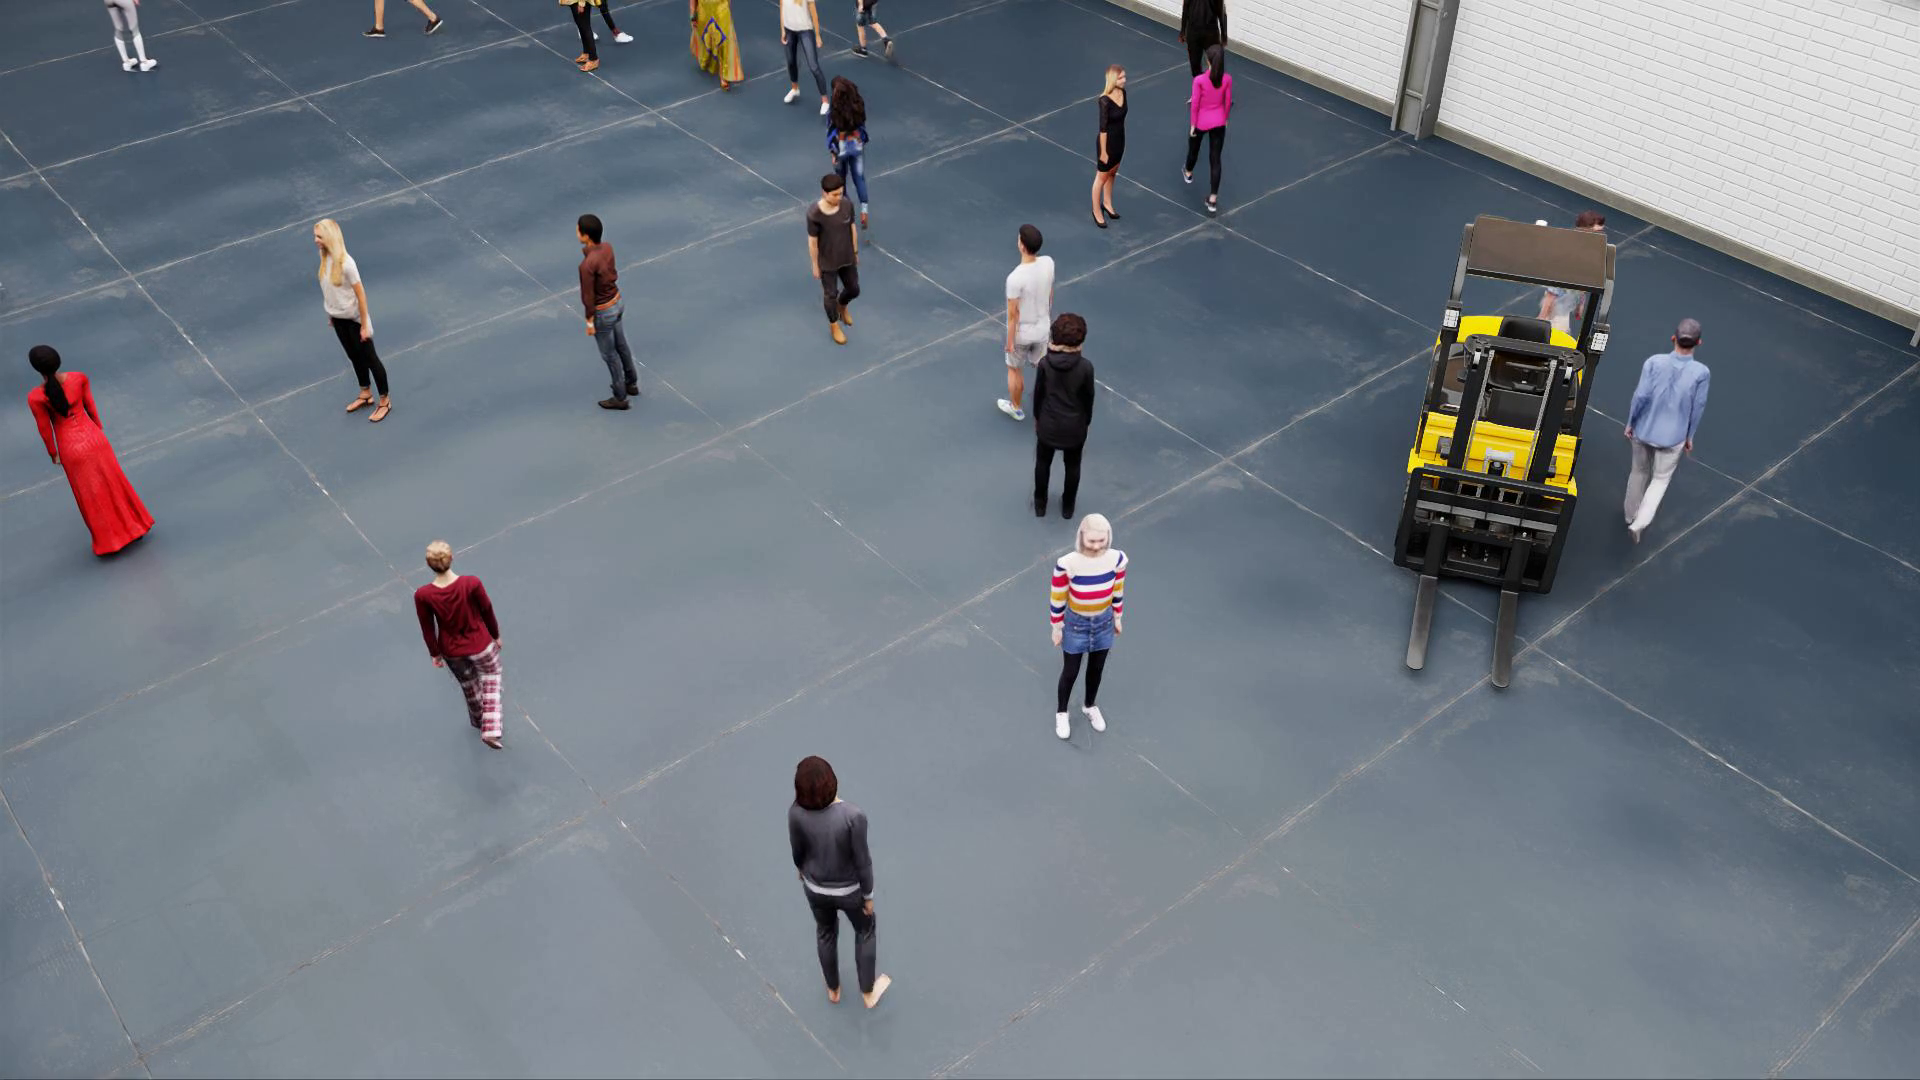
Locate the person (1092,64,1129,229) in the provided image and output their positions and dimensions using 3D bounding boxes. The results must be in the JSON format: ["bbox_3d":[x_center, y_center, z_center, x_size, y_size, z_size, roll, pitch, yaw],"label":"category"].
[{"bbox_3d":[1.505,-3.965,16.669,0.533,1.676,0.586,25,45,28],"label":"person"}]

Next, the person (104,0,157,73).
[{"bbox_3d":[-9.993,-6.423,19.729,0.622,1.699,0.686,4,39,5],"label":"person"}]

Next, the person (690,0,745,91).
[{"bbox_3d":[-2.919,-6.157,19.457,1.000,1.633,1.213,-11,40,-14],"label":"person"}]

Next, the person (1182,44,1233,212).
[{"bbox_3d":[2.568,-4.167,16.956,1.035,1.644,1.202,-3,39,-4],"label":"person"}]

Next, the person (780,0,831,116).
[{"bbox_3d":[-1.783,-5.705,18.769,0.900,1.774,1.059,17,42,20],"label":"person"}]

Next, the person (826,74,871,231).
[{"bbox_3d":[-1.083,-3.838,16.578,0.864,1.591,1.105,-12,40,-14],"label":"person"}]

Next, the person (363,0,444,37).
[{"bbox_3d":[-6.962,-7.091,20.485,1.048,1.799,1.231,-10,40,-12],"label":"person"}]

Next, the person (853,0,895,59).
[{"bbox_3d":[-1.072,-6.473,20.004,0.866,1.433,0.625,27,46,30],"label":"person"}]

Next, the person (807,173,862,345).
[{"bbox_3d":[-1.152,-2.583,14.927,0.739,1.691,0.810,-20,43,-24],"label":"person"}]

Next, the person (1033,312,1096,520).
[{"bbox_3d":[0.779,-0.907,12.770,0.720,1.763,0.785,4,39,6],"label":"person"}]

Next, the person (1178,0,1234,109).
[{"bbox_3d":[2.807,-5.767,18.845,0.740,1.776,0.977,12,40,15],"label":"person"}]

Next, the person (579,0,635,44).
[{"bbox_3d":[-4.597,-6.957,20.395,1.124,1.701,0.911,14,41,17],"label":"person"}]

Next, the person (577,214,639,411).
[{"bbox_3d":[-2.979,-1.930,14.041,0.719,1.776,0.706,9,40,11],"label":"person"}]

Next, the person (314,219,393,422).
[{"bbox_3d":[-5.090,-1.856,13.907,0.568,1.827,0.718,21,43,24],"label":"person"}]

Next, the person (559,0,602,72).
[{"bbox_3d":[-4.522,-6.435,19.778,0.871,1.655,0.791,-15,41,-17],"label":"person"}]

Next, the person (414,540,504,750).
[{"bbox_3d":[-3.198,0.716,10.801,0.819,1.685,0.935,-9,39,-11],"label":"person"}]

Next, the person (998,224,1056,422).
[{"bbox_3d":[0.626,-1.713,13.719,0.659,1.838,0.947,-29,47,-31],"label":"person"}]

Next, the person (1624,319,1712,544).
[{"bbox_3d":[5.272,-0.790,12.536,0.978,1.872,0.918,18,42,21],"label":"person"}]

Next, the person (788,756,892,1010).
[{"bbox_3d":[-0.680,1.952,9.213,0.790,1.735,0.871,15,41,18],"label":"person"}]

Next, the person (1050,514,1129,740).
[{"bbox_3d":[0.836,0.548,10.913,0.718,1.808,0.674,-9,39,-11],"label":"person"}]

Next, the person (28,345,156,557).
[{"bbox_3d":[-6.583,-0.678,12.475,0.725,1.784,0.721,23,44,27],"label":"person"}]
